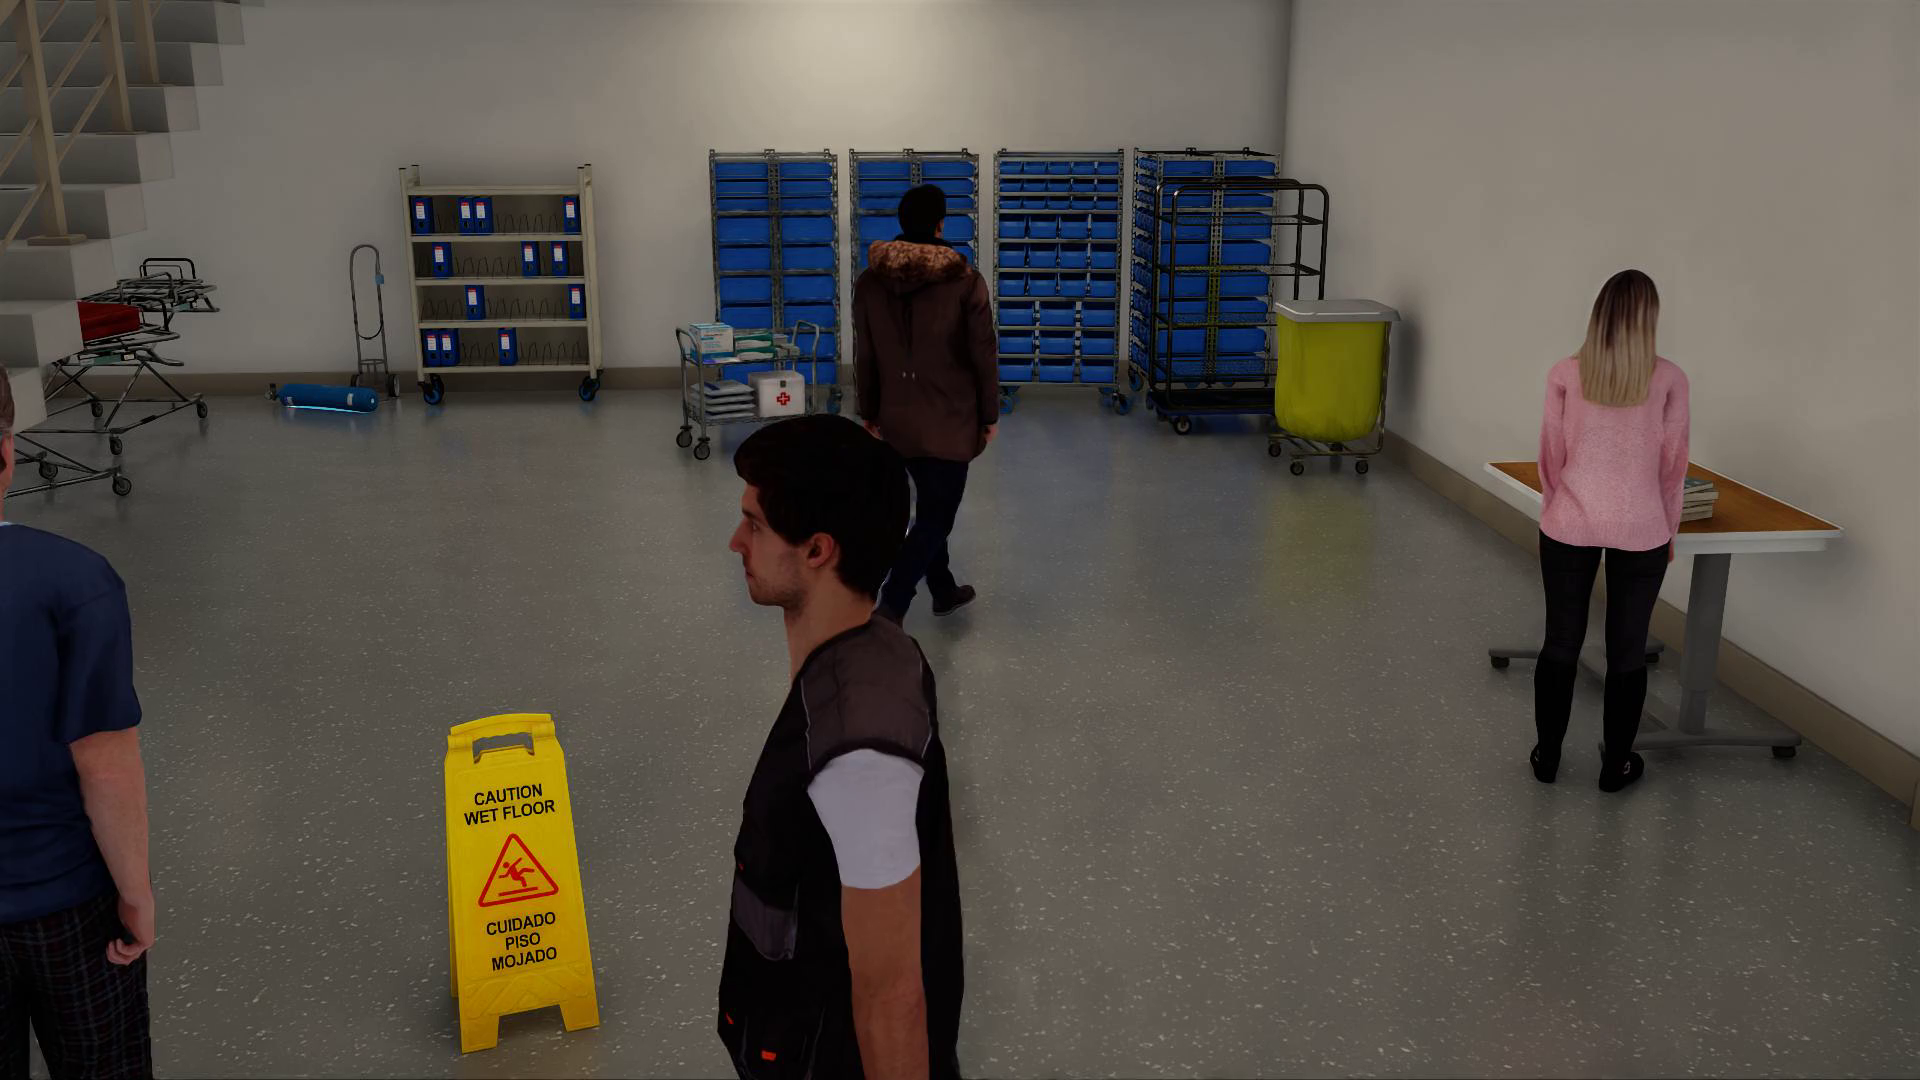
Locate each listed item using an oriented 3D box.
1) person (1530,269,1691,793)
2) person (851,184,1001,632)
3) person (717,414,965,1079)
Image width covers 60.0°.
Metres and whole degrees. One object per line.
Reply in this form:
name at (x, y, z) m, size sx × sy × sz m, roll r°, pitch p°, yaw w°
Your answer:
person at (2.061, -0.022, 5.320) m, size 0.685 × 1.688 × 0.703 m, roll 8°, pitch 17°, yaw 25°
person at (-0.156, -0.457, 6.632) m, size 1.160 × 1.813 × 1.304 m, roll 9°, pitch 18°, yaw 29°
person at (-0.049, 0.751, 2.365) m, size 0.773 × 1.802 × 1.116 m, roll -1°, pitch 16°, yaw -2°
